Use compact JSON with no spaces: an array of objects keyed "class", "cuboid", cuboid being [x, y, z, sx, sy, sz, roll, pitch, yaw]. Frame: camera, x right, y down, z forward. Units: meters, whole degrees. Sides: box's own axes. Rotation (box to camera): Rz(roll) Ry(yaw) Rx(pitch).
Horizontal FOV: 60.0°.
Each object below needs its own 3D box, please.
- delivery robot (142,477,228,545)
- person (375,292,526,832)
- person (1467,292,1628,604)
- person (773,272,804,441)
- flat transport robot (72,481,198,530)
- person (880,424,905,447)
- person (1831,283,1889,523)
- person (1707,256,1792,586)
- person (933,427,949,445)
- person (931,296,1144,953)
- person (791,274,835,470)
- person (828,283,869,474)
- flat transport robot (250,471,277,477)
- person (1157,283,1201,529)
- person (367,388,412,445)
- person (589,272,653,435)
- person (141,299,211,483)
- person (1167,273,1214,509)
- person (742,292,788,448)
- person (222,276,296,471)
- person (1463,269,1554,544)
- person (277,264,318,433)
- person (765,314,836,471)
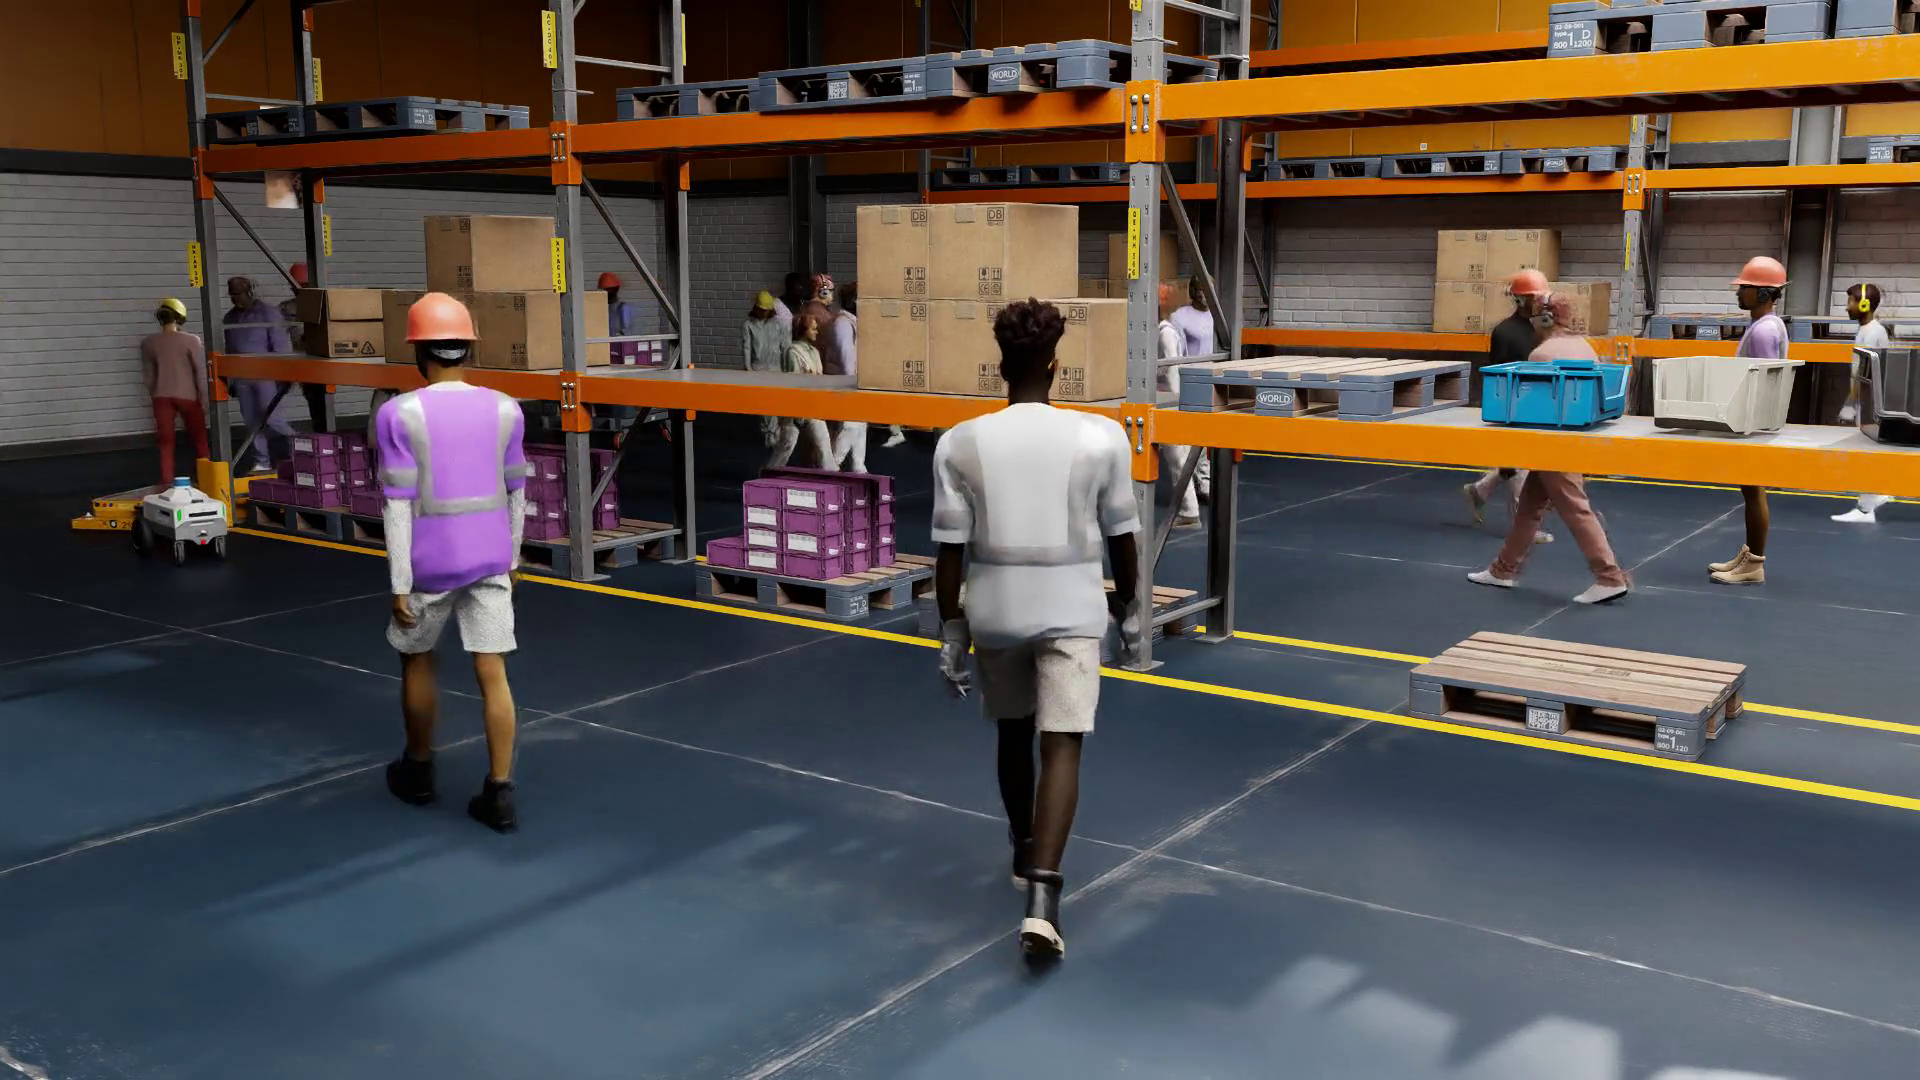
[{"class":"delivery robot","cuboid":[-5.256,-0.184,11.271,0.477,0.478,0.707,-9,13,-43]},{"class":"person","cuboid":[-1.873,0.067,6.048,0.561,1.903,0.870,-7,12,-37]},{"class":"person","cuboid":[3.574,-0.556,9.973,1.040,1.849,0.660,9,13,43]},{"class":"person","cuboid":[-1.914,-2.028,18.541,0.454,1.893,0.619,9,13,43]},{"class":"flat transport robot","cuboid":[-6.184,-0.279,12.960,0.652,0.197,1.431,1,10,5]},{"class":"person","cuboid":[-0.924,-1.926,18.233,0.990,1.813,0.593,8,13,41]},{"class":"person","cuboid":[6.965,-1.048,12.855,0.397,1.850,0.548,4,10,24]},{"class":"person","cuboid":[4.942,-0.735,10.395,0.370,2.048,0.608,4,10,24]},{"class":"person","cuboid":[-0.125,-1.969,18.133,0.381,1.917,0.584,-1,10,-9]},{"class":"person","cuboid":[0.223,0.234,5.015,0.625,1.931,0.984,2,10,12]},{"class":"person","cuboid":[-1.253,-1.447,15.060,0.404,1.904,0.652,-6,11,-33]},{"class":"person","cuboid":[-0.994,-1.360,14.793,0.581,1.834,0.647,1,10,5]},{"class":"flat transport robot","cuboid":[-5.468,-0.508,14.326,1.431,0.197,0.652,-8,13,-41]},{"class":"person","cuboid":[1.406,-0.981,12.439,0.922,1.841,0.582,1,10,4]},{"class":"person","cuboid":[-5.802,-1.624,17.076,0.500,1.592,0.844,7,12,35]},{"class":"person","cuboid":[-3.994,-2.192,19.530,0.557,1.902,0.948,7,12,37]},{"class":"person","cuboid":[-6.553,-1.171,14.019,0.586,1.689,0.914,-1,10,-5]},{"class":"person","cuboid":[1.952,-1.218,13.593,0.638,1.938,0.357,-6,11,-32]},{"class":"person","cuboid":[-2.083,-1.819,17.907,0.498,1.677,0.856,-1,10,-6]},{"class":"person","cuboid":[-6.599,-1.539,15.696,0.686,1.880,0.546,3,10,18]},{"class":"person","cuboid":[4.026,-0.982,12.110,0.623,1.971,0.772,-7,12,-36]},{"class":"person","cuboid":[-6.564,-1.771,16.760,0.651,1.978,1.051,0,10,1]},{"class":"person","cuboid":[-1.313,-1.063,13.693,0.877,1.598,0.525,4,11,25]}]
